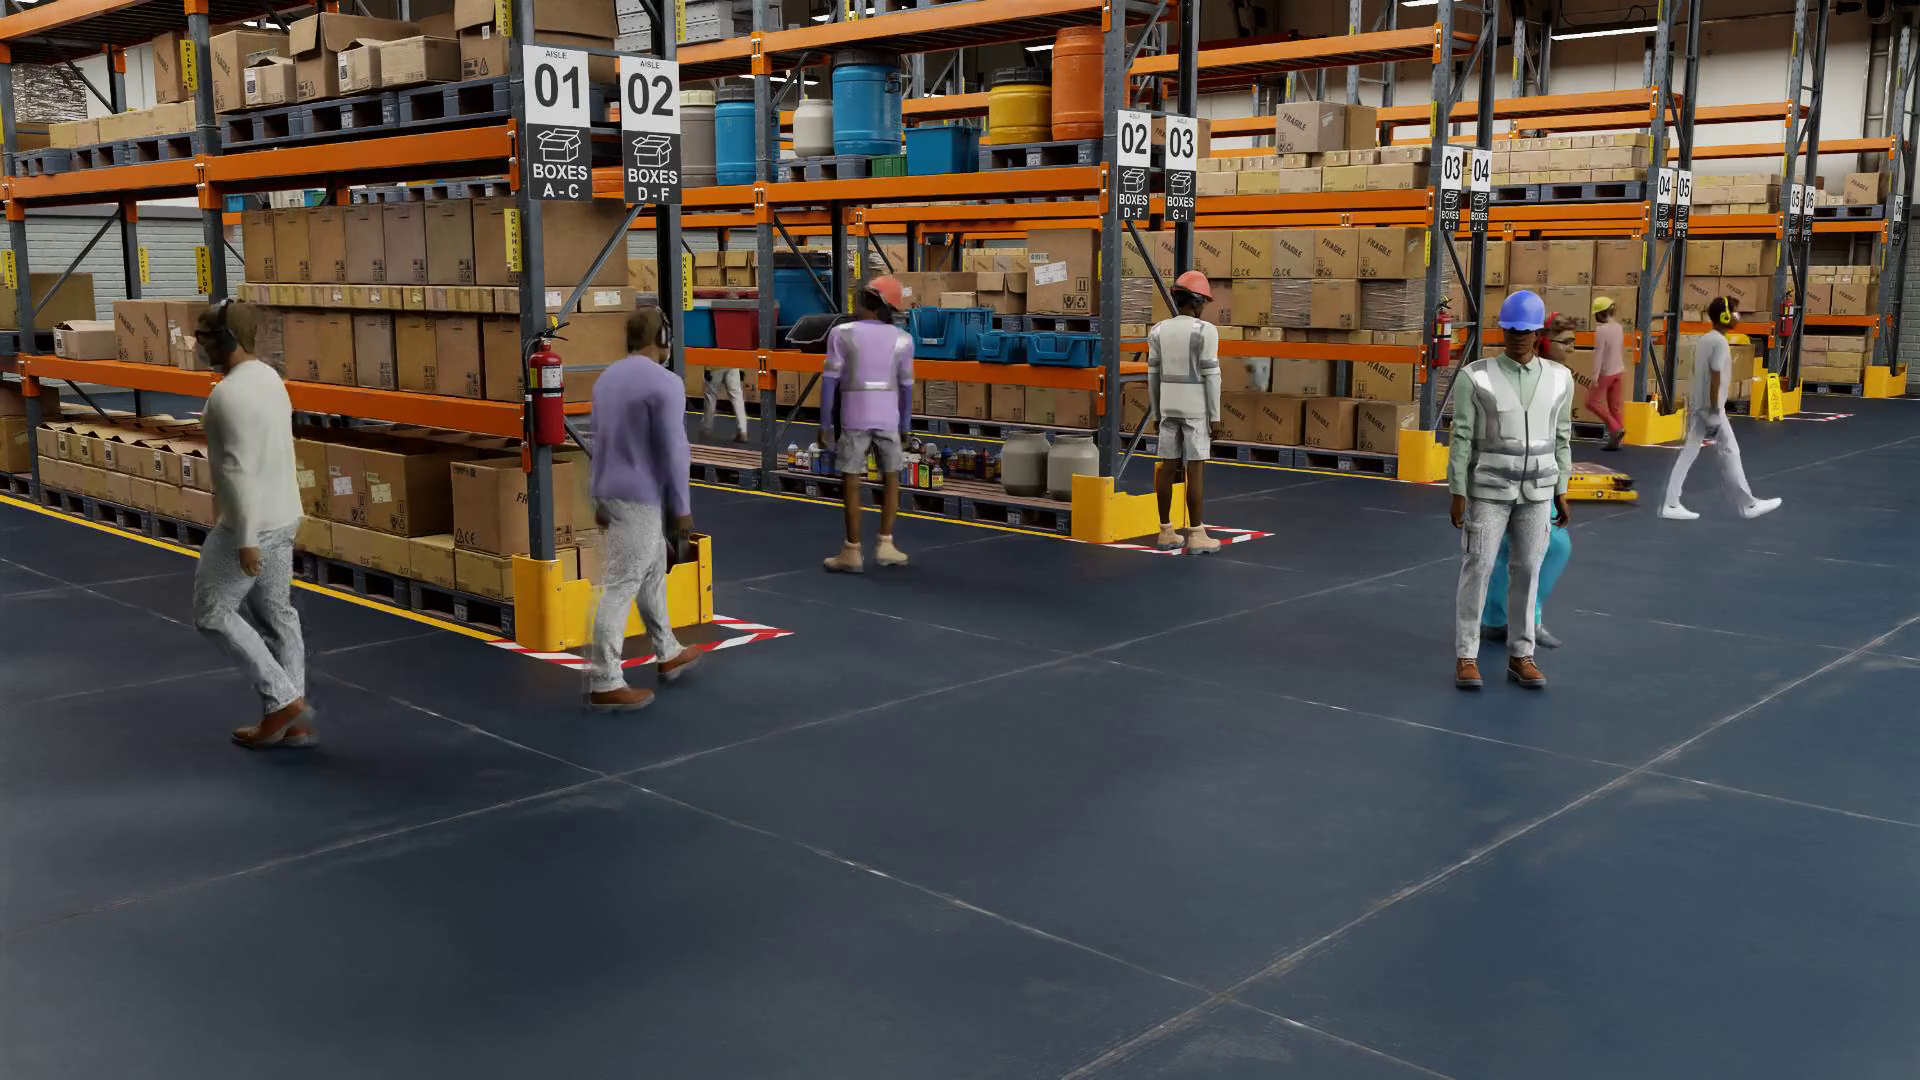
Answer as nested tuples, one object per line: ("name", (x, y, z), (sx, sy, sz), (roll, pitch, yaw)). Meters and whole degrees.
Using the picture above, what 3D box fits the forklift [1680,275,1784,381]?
("forklift", (12.480, -3.427, 27.053), (1.214, 2.155, 2.313), (9, 13, 43))

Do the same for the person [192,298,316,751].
("person", (-3.017, -0.049, 7.041), (0.434, 1.925, 0.625), (0, 9, -3))

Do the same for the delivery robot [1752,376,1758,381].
("delivery robot", (11.846, -2.401, 25.491), (0.707, 0.478, 0.477), (4, 10, 25))

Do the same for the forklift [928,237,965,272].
("forklift", (-0.326, -5.817, 39.609), (1.129, 2.768, 1.873), (9, 13, 43))

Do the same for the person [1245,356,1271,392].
("person", (3.828, -2.283, 21.286), (0.402, 1.730, 0.493), (7, 12, 38))

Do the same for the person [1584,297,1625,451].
("person", (7.268, -1.861, 18.717), (0.623, 1.733, 0.426), (-8, 12, -40))

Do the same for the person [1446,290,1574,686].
("person", (2.696, -0.242, 8.153), (0.614, 1.943, 0.395), (-1, 9, -3))

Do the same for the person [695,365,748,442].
("person", (-2.840, -2.070, 19.935), (0.649, 1.775, 0.928), (-7, 12, -38))

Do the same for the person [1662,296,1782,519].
("person", (6.234, -1.066, 13.574), (0.941, 1.822, 0.555), (0, 9, 2))

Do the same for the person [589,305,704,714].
("person", (-1.516, -0.176, 7.994), (0.869, 1.875, 0.646), (-8, 12, -39))

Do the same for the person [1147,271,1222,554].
("person", (1.655, -0.929, 12.102), (0.605, 2.033, 0.392), (9, 13, 43))

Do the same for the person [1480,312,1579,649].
("person", (3.101, -0.313, 8.967), (0.580, 1.812, 0.714), (3, 10, 20))

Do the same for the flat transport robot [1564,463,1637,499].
("flat transport robot", (5.688, -0.561, 15.365), (0.652, 0.197, 1.431), (1, 9, 3))

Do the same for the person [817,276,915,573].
("person", (-0.629, -0.787, 11.361), (0.682, 1.996, 0.446), (-3, 10, -18))
